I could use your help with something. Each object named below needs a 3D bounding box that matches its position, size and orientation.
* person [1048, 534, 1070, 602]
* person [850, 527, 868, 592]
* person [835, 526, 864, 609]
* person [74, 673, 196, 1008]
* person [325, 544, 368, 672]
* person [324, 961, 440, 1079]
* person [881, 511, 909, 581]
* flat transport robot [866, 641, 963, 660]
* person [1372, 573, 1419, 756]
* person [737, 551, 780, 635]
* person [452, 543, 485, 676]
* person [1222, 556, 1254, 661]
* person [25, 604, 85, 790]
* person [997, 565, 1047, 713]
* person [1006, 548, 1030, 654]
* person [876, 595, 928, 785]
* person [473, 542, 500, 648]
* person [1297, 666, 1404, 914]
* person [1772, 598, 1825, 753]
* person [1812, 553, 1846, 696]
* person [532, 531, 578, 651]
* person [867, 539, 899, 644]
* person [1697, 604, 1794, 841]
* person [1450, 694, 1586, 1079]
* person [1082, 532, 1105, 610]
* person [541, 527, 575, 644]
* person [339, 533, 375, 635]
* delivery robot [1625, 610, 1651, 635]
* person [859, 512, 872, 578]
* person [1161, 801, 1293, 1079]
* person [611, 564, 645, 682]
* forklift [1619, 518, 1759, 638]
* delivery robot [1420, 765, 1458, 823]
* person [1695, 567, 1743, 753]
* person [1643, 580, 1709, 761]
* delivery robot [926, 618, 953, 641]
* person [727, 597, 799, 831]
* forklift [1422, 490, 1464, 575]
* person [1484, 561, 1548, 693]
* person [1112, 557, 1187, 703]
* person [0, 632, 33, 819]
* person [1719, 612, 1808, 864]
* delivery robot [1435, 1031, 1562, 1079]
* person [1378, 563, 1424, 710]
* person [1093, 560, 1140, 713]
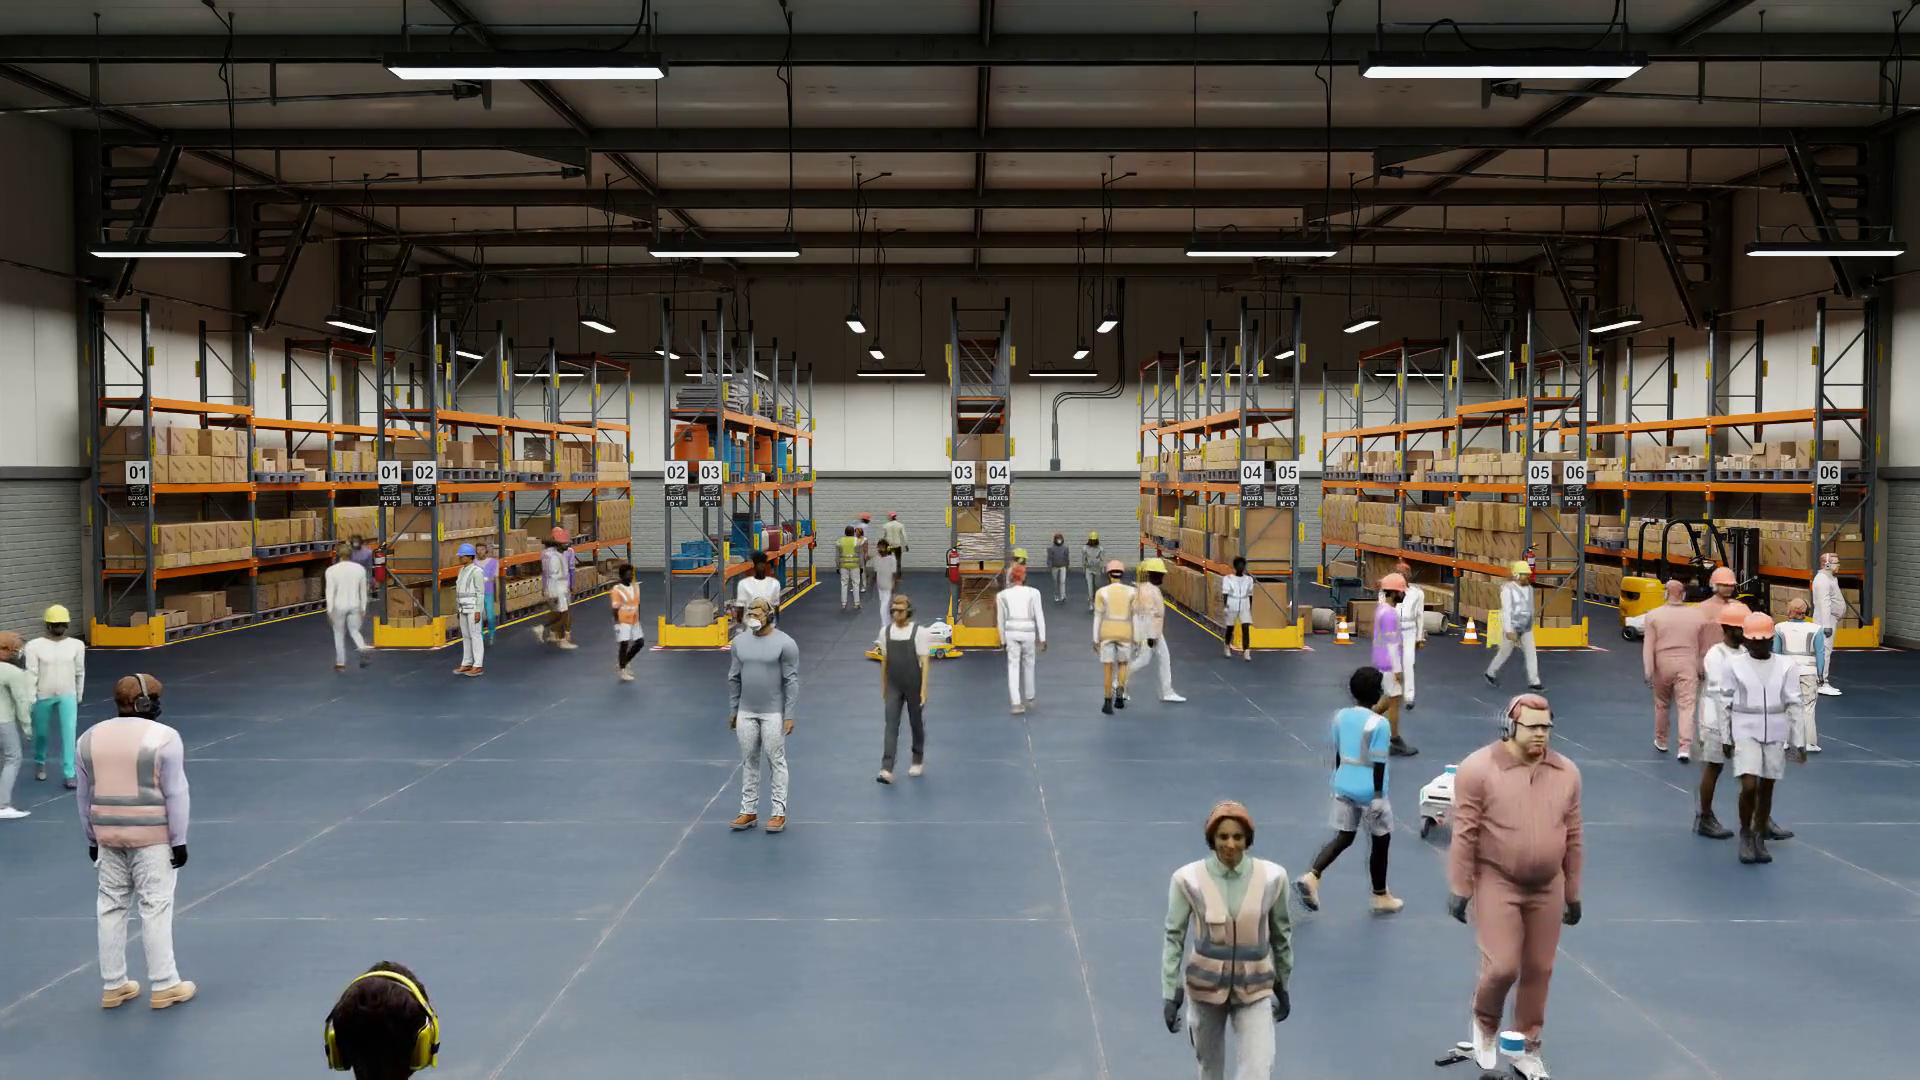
[{"bbox_3d":[2.294,0.652,37.508,0.519,1.583,0.878,0,2,-4],"label":"person"},{"bbox_3d":[-2.549,0.499,40.795,0.513,1.641,0.307,1,3,29],"label":"person"},{"bbox_3d":[-2.433,0.603,35.675,0.622,1.845,0.429,0,2,4],"label":"person"},{"bbox_3d":[-4.582,1.664,9.001,0.624,1.841,0.430,0,2,8],"label":"person"},{"bbox_3d":[-9.170,1.022,24.174,0.608,1.925,0.637,2,3,42],"label":"person"},{"bbox_3d":[-1.257,1.870,3.559,0.518,1.862,0.328,0,2,0],"label":"person"},{"bbox_3d":[-1.828,0.172,45.083,0.786,1.972,0.530,0,2,10],"label":"person"},{"bbox_3d":[-0.737,1.779,26.074,1.431,0.197,0.652,-1,3,-24],"label":"flat transport robot"},{"bbox_3d":[4.518,1.303,17.041,0.601,1.922,0.569,0,2,12],"label":"person"},{"bbox_3d":[-2.705,1.112,21.641,0.605,1.945,0.698,-1,2,-23],"label":"person"},{"bbox_3d":[-7.224,1.023,23.773,0.602,1.949,0.395,2,3,45],"label":"person"},{"bbox_3d":[4.434,1.080,25.875,0.530,1.662,0.838,0,2,-4],"label":"person"},{"bbox_3d":[-8.626,1.464,15.383,0.519,1.731,0.888,-2,3,-38],"label":"person"},{"bbox_3d":[0.782,1.229,20.229,0.645,1.813,1.016,0,2,8],"label":"person"},{"bbox_3d":[0.958,1.008,26.704,0.391,1.746,0.527,1,3,32],"label":"person"},{"bbox_3d":[-0.542,1.427,15.546,0.536,1.797,0.963,1,2,15],"label":"person"},{"bbox_3d":[-8.092,0.940,27.343,0.559,1.830,0.453,0,2,-10],"label":"person"},{"bbox_3d":[2.624,1.677,10.806,0.742,1.675,0.538,-1,3,-26],"label":"person"},{"bbox_3d":[8.932,1.436,17.203,0.514,1.642,0.310,2,3,42],"label":"person"},{"bbox_3d":[11.694,1.125,21.742,0.409,1.908,0.641,1,3,26],"label":"person"},{"bbox_3d":[-6.826,0.852,27.205,0.688,2.023,0.622,0,2,-5],"label":"person"},{"bbox_3d":[-1.391,0.901,28.203,0.500,1.841,0.765,2,3,43],"label":"person"},{"bbox_3d":[6.269,1.472,12.919,0.567,1.905,0.839,-1,3,-31],"label":"person"},{"bbox_3d":[2.722,1.684,7.813,0.672,1.891,0.420,0,2,-7],"label":"person"},{"bbox_3d":[2.935,0.667,35.623,0.496,1.717,0.769,0,2,-1],"label":"person"},{"bbox_3d":[-7.074,0.793,28.396,0.607,2.044,0.372,-1,3,-32],"label":"person"},{"bbox_3d":[-11.213,0.803,30.031,0.638,1.900,1.014,-1,2,-13],"label":"person"},{"bbox_3d":[12.217,1.489,28.684,0.477,0.478,0.707,-2,3,-44],"label":"delivery robot"},{"bbox_3d":[-2.792,0.155,46.233,0.522,1.906,0.624,-1,2,-22],"label":"person"},{"bbox_3d":[1.094,1.877,6.578,0.547,1.590,0.849,0,2,4],"label":"person"},{"bbox_3d":[-4.759,1.179,23.124,0.370,1.681,0.546,2,3,34],"label":"person"},{"bbox_3d":[13.417,0.684,29.791,2.313,2.155,1.214,0,2,0],"label":"forklift"},{"bbox_3d":[4.049,2.100,13.309,0.477,0.478,0.707,1,3,32],"label":"delivery robot"},{"bbox_3d":[8.043,1.275,16.998,0.658,1.972,0.681,-1,2,-14],"label":"person"},{"bbox_3d":[7.468,1.347,16.862,0.653,1.852,1.013,1,2,15],"label":"person"},{"bbox_3d":[-0.346,1.555,27.047,0.477,0.478,0.707,0,2,10],"label":"delivery robot"},{"bbox_3d":[-1.650,1.439,13.428,0.636,1.939,0.365,1,2,20],"label":"person"},{"bbox_3d":[13.926,-0.371,47.846,1.873,2.768,1.129,0,2,0],"label":"forklift"},{"bbox_3d":[7.621,1.167,22.184,0.603,1.793,0.931,-1,3,-31],"label":"person"},{"bbox_3d":[2.448,1.163,21.029,0.927,1.892,0.599,1,2,20],"label":"person"},{"bbox_3d":[-8.228,1.593,13.849,0.595,1.601,0.346,1,2,13],"label":"person"},{"bbox_3d":[6.084,1.497,12.222,0.563,1.911,0.603,0,2,10],"label":"person"},{"bbox_3d":[2.361,2.227,6.903,0.335,0.223,0.698,-1,3,-31],"label":"delivery robot"},{"bbox_3d":[5.592,1.216,20.497,0.581,1.832,1.003,1,2,13],"label":"person"},{"bbox_3d":[1.944,1.199,20.125,0.596,1.887,0.485,0,2,-4],"label":"person"}]
